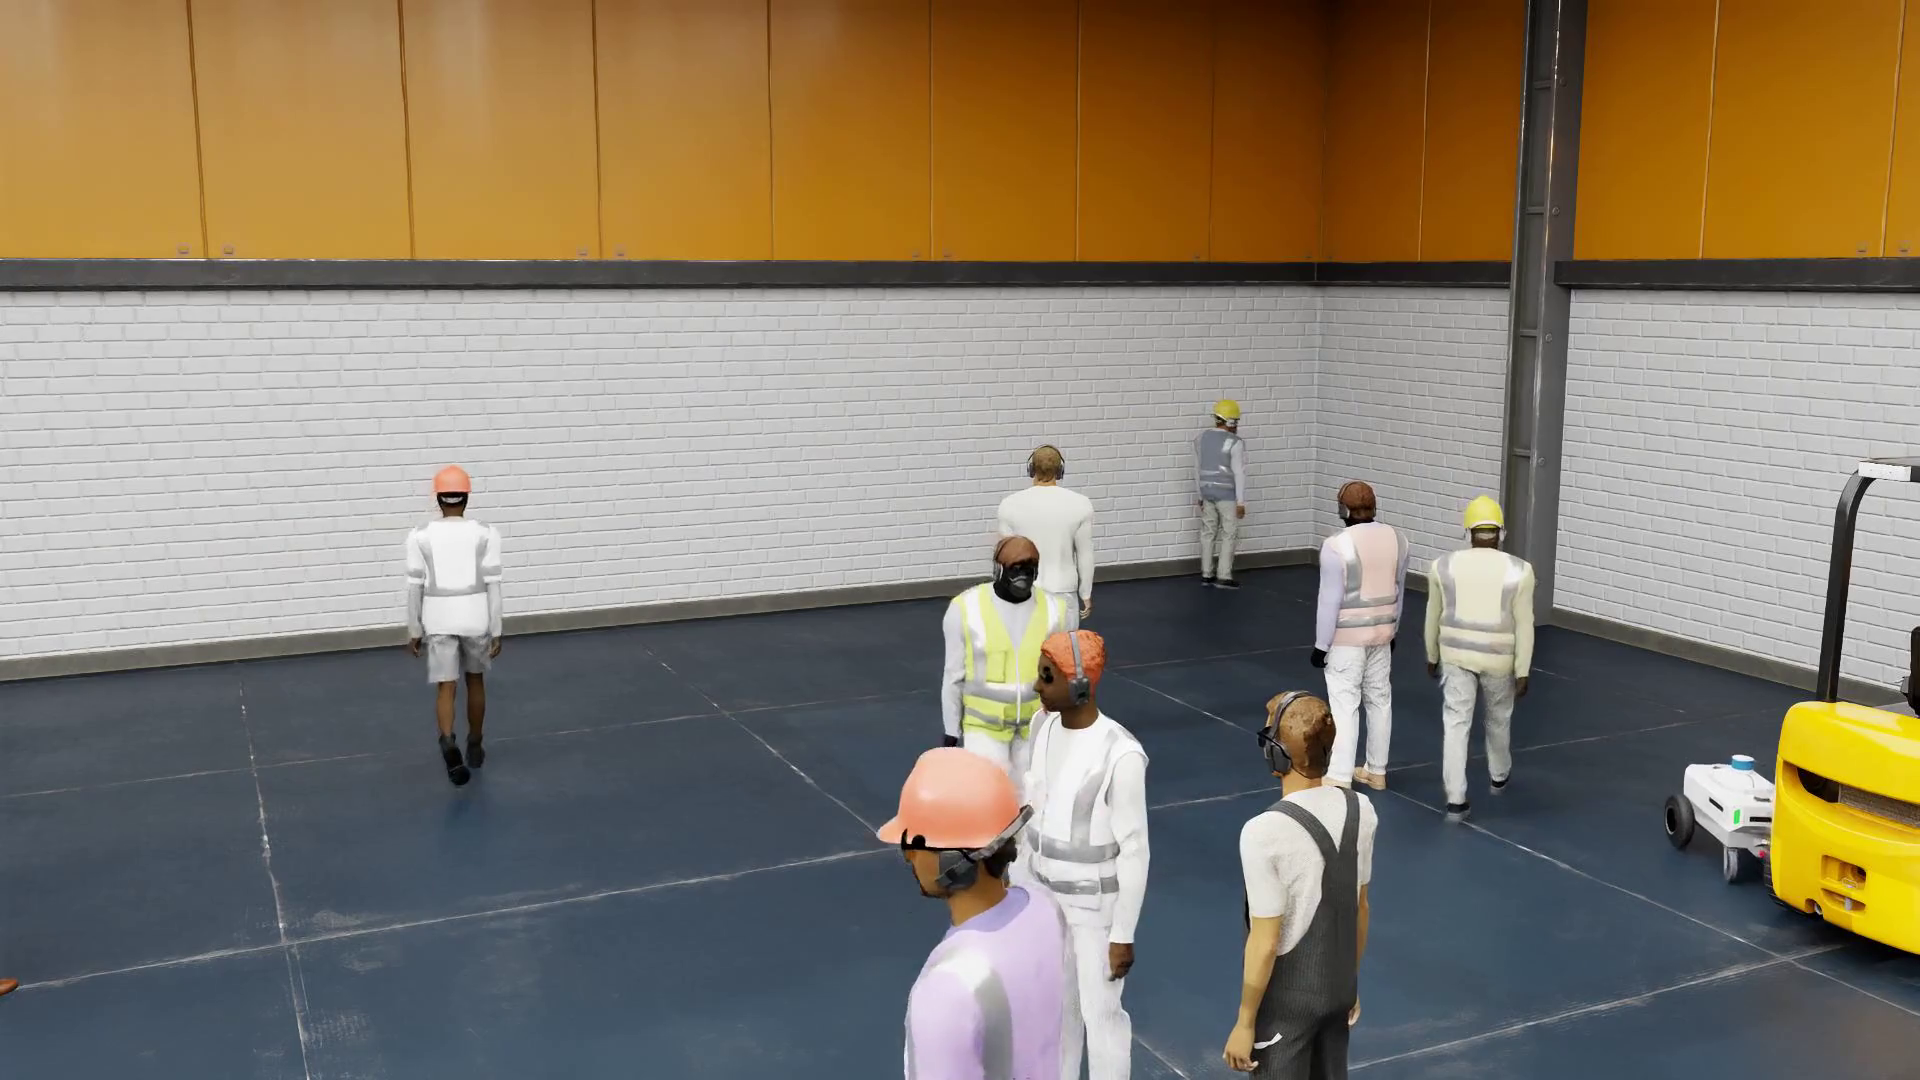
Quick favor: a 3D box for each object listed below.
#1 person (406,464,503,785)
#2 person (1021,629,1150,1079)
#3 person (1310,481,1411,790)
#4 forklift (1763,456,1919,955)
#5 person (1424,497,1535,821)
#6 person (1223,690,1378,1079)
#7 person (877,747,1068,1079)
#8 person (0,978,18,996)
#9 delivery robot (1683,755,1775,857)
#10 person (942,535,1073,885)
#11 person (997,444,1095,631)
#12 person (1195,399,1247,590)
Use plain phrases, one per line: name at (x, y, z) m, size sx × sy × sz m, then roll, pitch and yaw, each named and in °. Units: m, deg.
person at (-3.000, 0.505, 9.906) m, size 0.551 × 1.902 × 0.870 m, roll -2°, pitch 9°, yaw -15°
person at (0.388, 1.213, 5.534) m, size 0.362 × 1.883 × 0.575 m, roll -6°, pitch 11°, yaw -32°
person at (2.293, 0.571, 9.661) m, size 0.619 × 1.839 × 0.430 m, roll -5°, pitch 10°, yaw -28°
forklift at (4.857, 0.731, 7.561) m, size 2.313 × 2.155 × 1.214 m, roll -4°, pitch 10°, yaw -25°
person at (2.931, 0.644, 9.397) m, size 0.605 × 1.775 × 0.944 m, roll 4°, pitch 10°, yaw 24°
person at (0.984, 1.343, 4.842) m, size 0.517 × 1.843 × 0.326 m, roll -7°, pitch 11°, yaw -36°
person at (0.097, 1.441, 3.681) m, size 0.816 × 2.024 × 0.626 m, roll 5°, pitch 10°, yaw 28°
person at (-4.277, 0.987, 6.865) m, size 0.641 × 1.908 × 0.408 m, roll 4°, pitch 10°, yaw 23°
delivery robot at (3.992, 1.347, 8.516) m, size 0.477 × 0.478 × 0.707 m, roll 1°, pitch 9°, yaw 3°
person at (0.242, 0.876, 7.795) m, size 0.648 × 1.823 × 0.451 m, roll -2°, pitch 9°, yaw -12°
person at (0.552, 0.348, 10.724) m, size 0.627 × 1.941 × 0.371 m, roll 0°, pitch 9°, yaw 2°
person at (2.510, -0.435, 15.975) m, size 0.404 × 1.822 × 0.641 m, roll -7°, pitch 12°, yaw -38°
